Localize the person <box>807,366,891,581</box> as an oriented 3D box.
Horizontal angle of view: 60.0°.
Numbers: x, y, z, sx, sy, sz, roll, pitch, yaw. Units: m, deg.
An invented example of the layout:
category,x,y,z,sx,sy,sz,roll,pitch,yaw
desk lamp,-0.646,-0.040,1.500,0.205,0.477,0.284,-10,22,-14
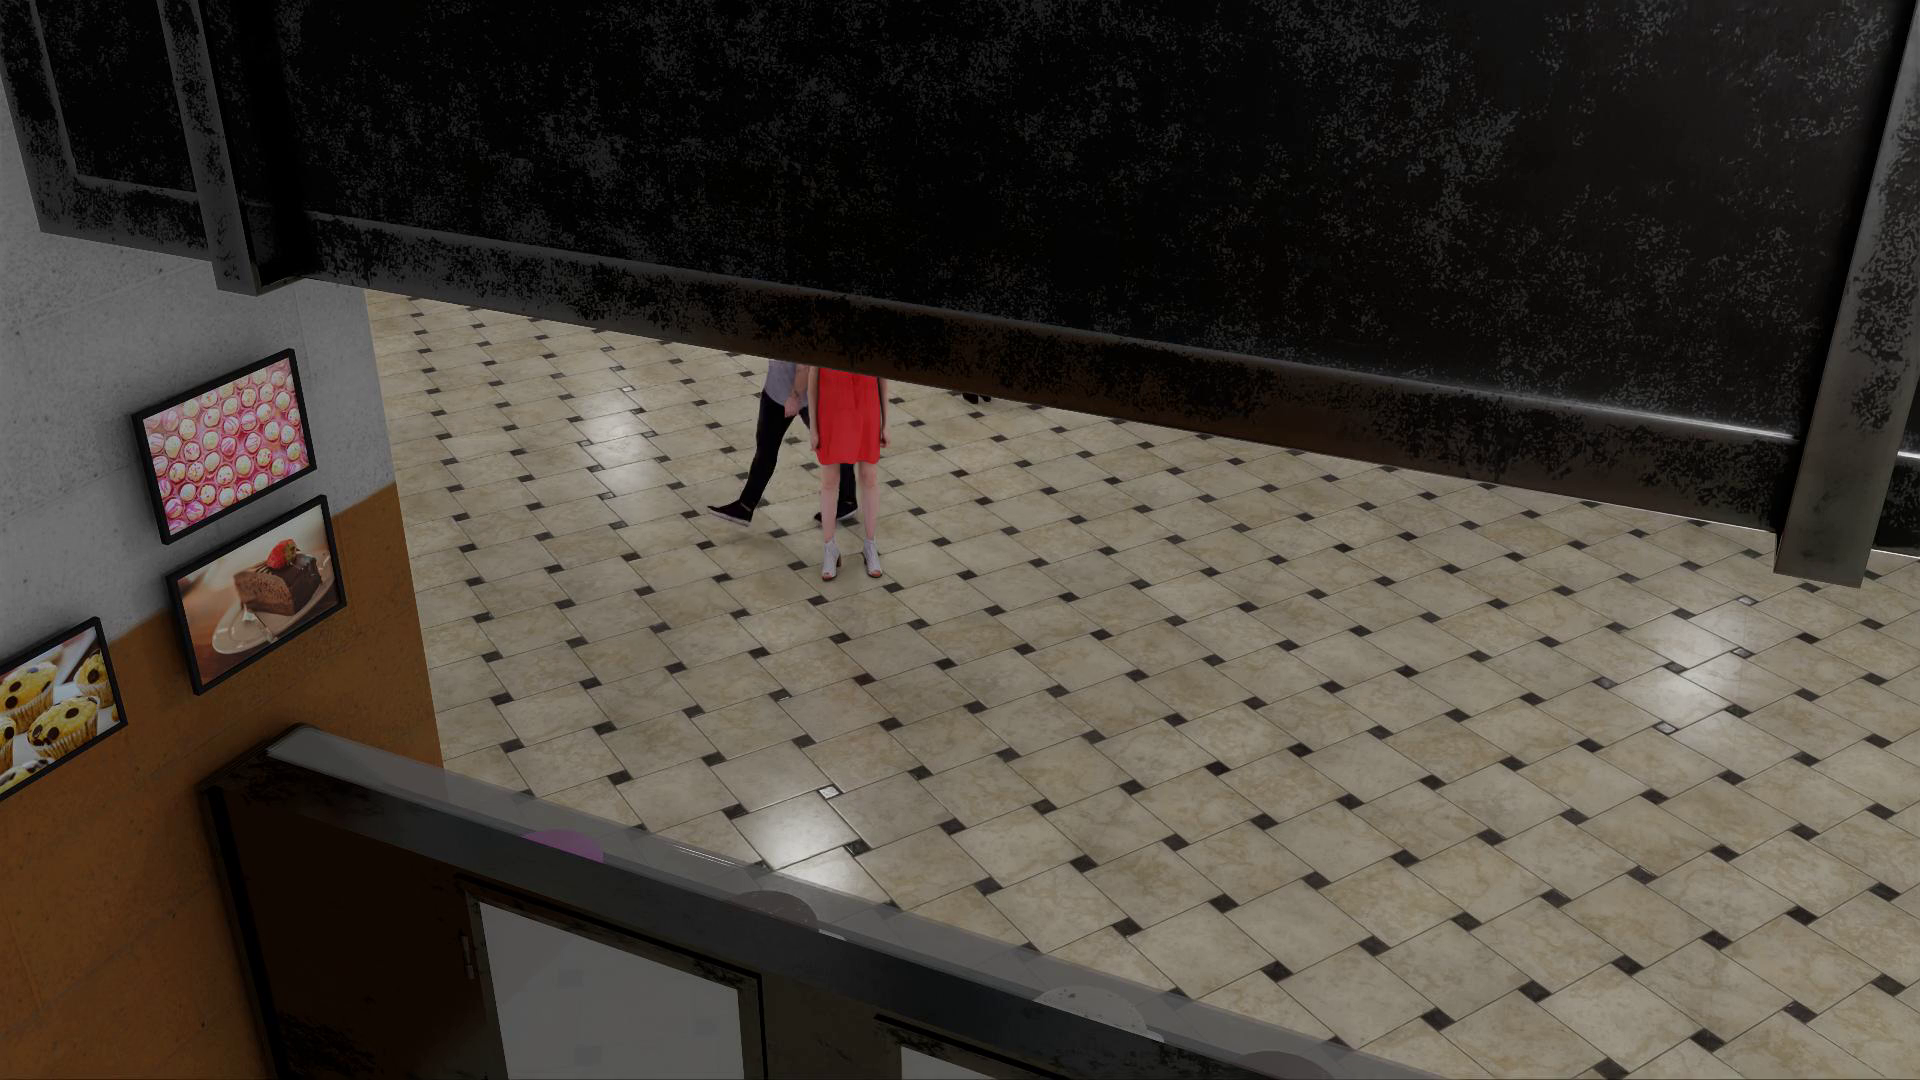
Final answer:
category,x,y,z,sx,sy,sz,roll,pitch,yaw
person,-0.609,-0.642,9.164,0.672,1.827,0.680,-3,27,-5
